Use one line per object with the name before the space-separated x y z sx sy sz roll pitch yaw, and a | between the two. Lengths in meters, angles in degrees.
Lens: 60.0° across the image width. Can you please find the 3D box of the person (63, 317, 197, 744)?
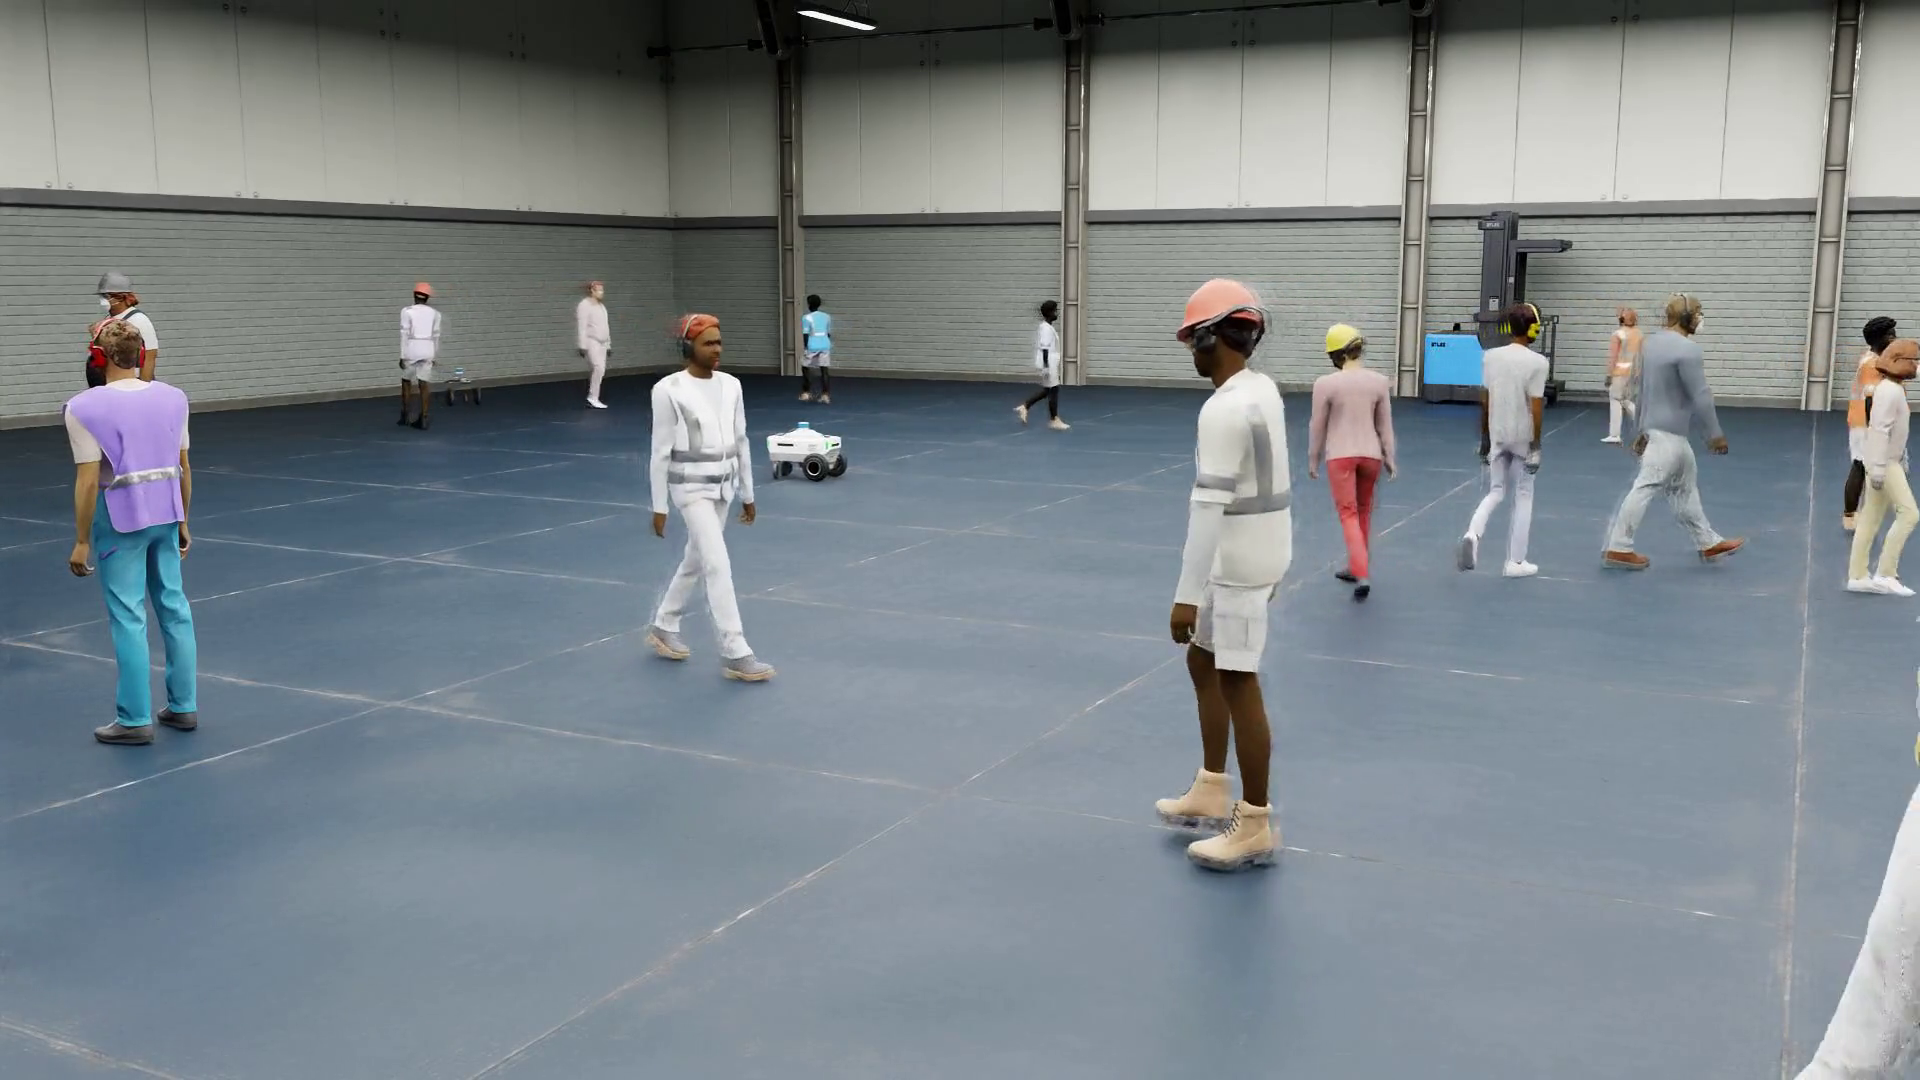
person | -3.598 -0.041 7.264 0.390 1.847 0.563 5 10 26

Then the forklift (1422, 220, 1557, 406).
forklift | 8.245 -3.527 25.720 1.873 2.768 1.129 5 10 27

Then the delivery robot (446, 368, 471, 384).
delivery robot | -7.726 -2.536 25.671 0.335 0.223 0.698 -5 11 -29

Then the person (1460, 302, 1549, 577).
person | 3.645 -0.659 11.098 0.630 1.840 0.526 -8 12 -40

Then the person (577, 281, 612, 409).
person | -5.366 -2.878 24.630 0.504 1.889 0.680 3 10 18

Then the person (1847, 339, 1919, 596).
person | 5.910 -0.450 10.464 0.522 1.612 0.532 5 11 30

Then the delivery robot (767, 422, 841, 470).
delivery robot | -1.556 -0.932 16.575 0.707 0.478 0.477 4 10 22

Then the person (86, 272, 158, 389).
person | -7.471 -1.338 14.801 0.689 2.000 0.538 7 11 36

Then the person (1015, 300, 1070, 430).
person | 1.075 -2.260 21.470 0.651 1.673 0.538 1 9 4

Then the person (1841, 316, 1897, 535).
person | 7.091 -0.891 12.967 0.317 1.695 0.540 5 10 28

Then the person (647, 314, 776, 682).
person | -1.330 -0.243 8.552 0.965 1.840 0.587 7 11 35

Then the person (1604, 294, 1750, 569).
person | 4.962 -0.736 11.425 1.028 1.879 0.631 1 9 4

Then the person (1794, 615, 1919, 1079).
person | 2.184 0.581 3.570 0.918 1.801 0.631 -1 9 -9

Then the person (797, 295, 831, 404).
person | -2.264 -2.966 25.849 0.551 1.676 0.672 -7 11 -35

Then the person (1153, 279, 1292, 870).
person | 0.883 0.107 5.828 0.584 2.011 0.727 3 10 20

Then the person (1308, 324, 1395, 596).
person | 2.530 -0.517 10.643 0.557 1.714 0.850 -2 9 -13

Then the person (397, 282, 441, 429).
person | -7.119 -2.414 21.770 0.603 1.892 0.748 -8 12 -40

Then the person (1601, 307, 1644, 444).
person | 7.883 -1.942 19.669 0.526 1.625 0.455 -5 11 -30
